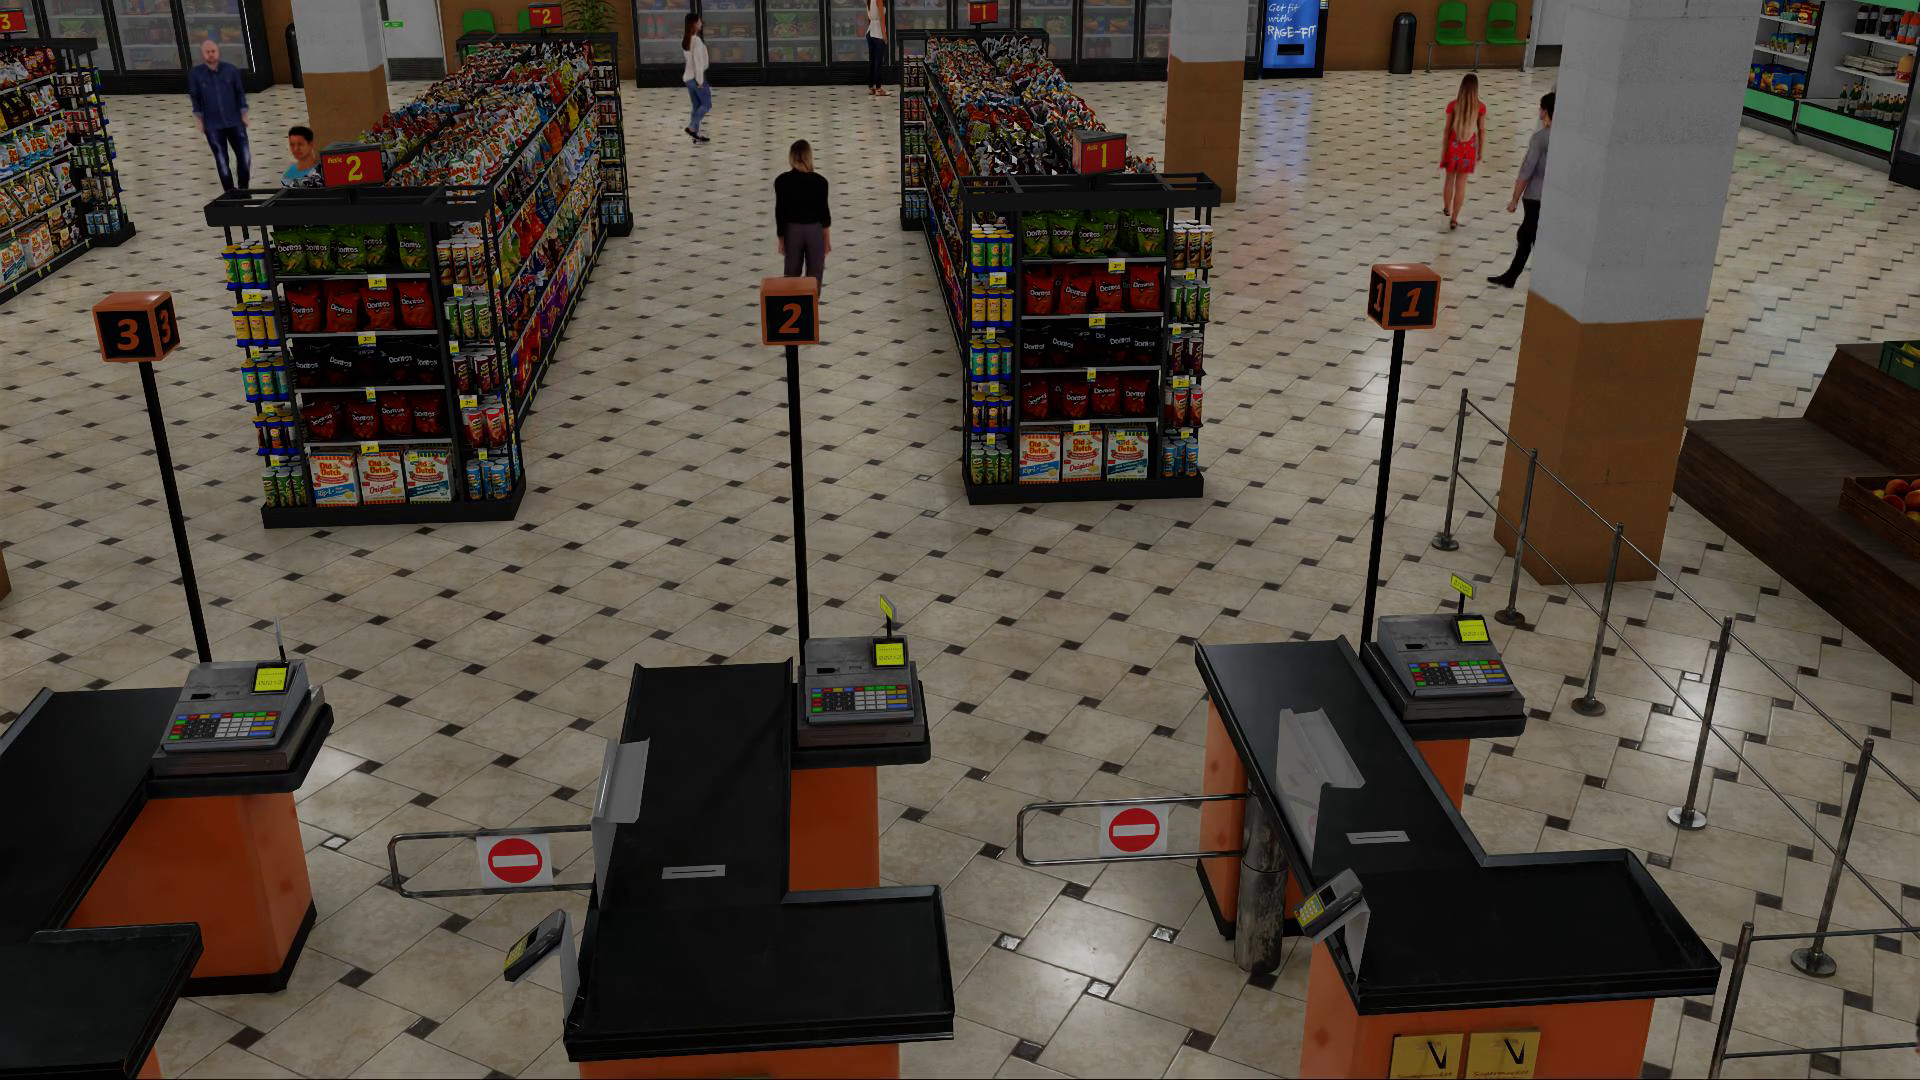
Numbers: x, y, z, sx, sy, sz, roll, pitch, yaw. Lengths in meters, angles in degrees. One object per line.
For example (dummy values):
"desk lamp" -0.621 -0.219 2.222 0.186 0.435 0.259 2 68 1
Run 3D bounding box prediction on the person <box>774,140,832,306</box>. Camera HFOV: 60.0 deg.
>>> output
"person" -1.282 -2.403 13.567 0.660 1.659 0.799 1 24 3

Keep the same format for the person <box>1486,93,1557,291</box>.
"person" 5.219 -2.982 14.717 1.118 1.799 1.291 -18 29 -35

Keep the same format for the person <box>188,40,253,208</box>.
"person" -8.122 -4.574 18.339 0.832 1.812 0.792 -11 26 -24

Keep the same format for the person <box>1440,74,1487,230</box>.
"person" 5.241 -4.041 17.434 0.818 1.562 1.050 7 25 16

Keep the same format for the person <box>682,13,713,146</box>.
"person" -3.532 -6.027 21.822 0.815 1.681 0.741 -16 28 -32

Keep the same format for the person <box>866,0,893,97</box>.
"person" -1.311 -7.818 25.785 0.728 1.786 0.625 -15 28 -31

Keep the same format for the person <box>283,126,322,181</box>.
"person" -5.234 -2.510 13.702 0.611 1.749 0.989 -1 24 -3
